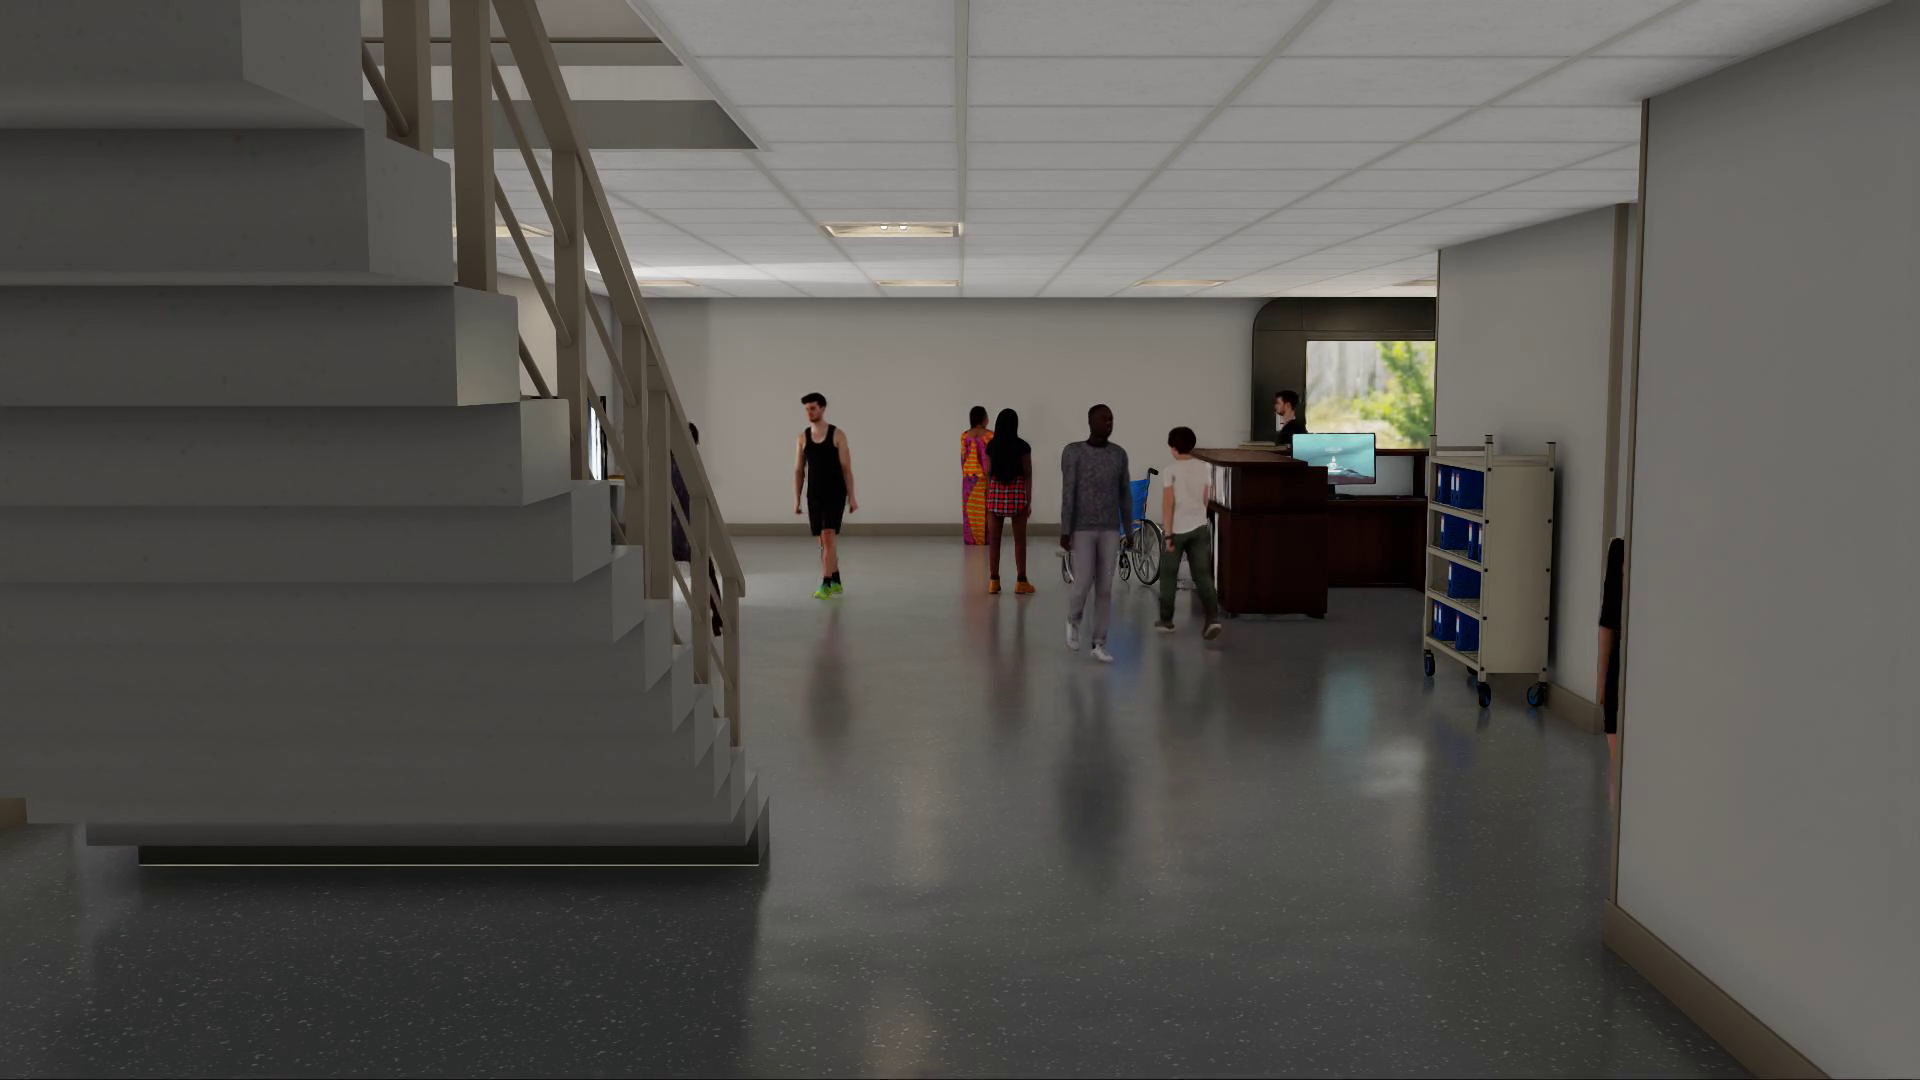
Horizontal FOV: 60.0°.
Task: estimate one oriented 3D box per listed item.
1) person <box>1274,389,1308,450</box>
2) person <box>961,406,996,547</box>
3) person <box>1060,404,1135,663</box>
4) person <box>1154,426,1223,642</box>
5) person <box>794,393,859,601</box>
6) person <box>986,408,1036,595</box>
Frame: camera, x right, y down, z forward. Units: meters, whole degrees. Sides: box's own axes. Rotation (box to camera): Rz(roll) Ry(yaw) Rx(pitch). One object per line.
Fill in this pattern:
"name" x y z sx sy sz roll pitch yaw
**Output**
"person" 3.401 -0.550 16.560 0.856 1.884 0.839 1 6 12
"person" 0.247 -0.795 20.001 0.745 1.684 0.777 2 6 22
"person" 0.939 -0.058 11.953 0.844 1.828 0.910 -2 6 -19
"person" 1.773 -0.025 12.670 0.792 1.620 1.184 -2 6 -16
"person" -1.171 -0.387 15.101 0.894 1.853 1.011 2 6 22
"person" 0.451 -0.363 15.484 0.678 1.729 0.690 2 6 18
